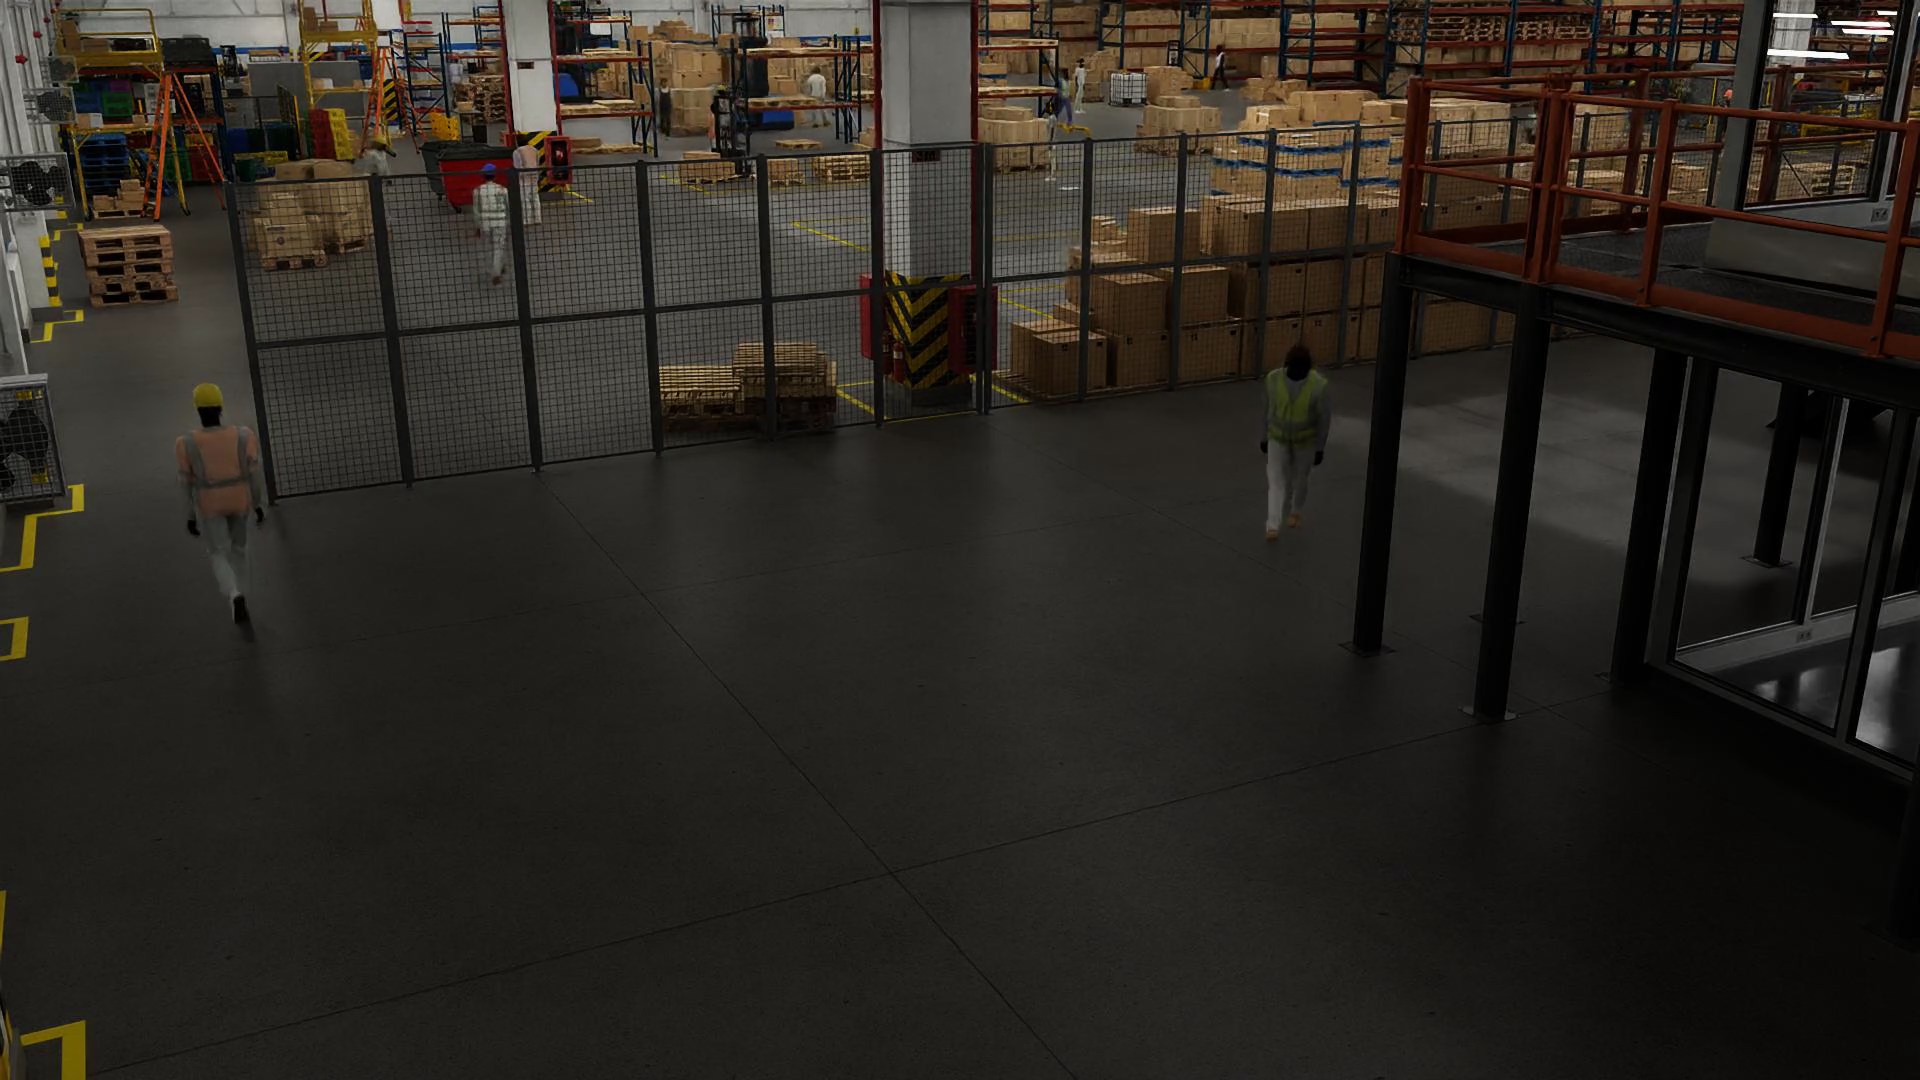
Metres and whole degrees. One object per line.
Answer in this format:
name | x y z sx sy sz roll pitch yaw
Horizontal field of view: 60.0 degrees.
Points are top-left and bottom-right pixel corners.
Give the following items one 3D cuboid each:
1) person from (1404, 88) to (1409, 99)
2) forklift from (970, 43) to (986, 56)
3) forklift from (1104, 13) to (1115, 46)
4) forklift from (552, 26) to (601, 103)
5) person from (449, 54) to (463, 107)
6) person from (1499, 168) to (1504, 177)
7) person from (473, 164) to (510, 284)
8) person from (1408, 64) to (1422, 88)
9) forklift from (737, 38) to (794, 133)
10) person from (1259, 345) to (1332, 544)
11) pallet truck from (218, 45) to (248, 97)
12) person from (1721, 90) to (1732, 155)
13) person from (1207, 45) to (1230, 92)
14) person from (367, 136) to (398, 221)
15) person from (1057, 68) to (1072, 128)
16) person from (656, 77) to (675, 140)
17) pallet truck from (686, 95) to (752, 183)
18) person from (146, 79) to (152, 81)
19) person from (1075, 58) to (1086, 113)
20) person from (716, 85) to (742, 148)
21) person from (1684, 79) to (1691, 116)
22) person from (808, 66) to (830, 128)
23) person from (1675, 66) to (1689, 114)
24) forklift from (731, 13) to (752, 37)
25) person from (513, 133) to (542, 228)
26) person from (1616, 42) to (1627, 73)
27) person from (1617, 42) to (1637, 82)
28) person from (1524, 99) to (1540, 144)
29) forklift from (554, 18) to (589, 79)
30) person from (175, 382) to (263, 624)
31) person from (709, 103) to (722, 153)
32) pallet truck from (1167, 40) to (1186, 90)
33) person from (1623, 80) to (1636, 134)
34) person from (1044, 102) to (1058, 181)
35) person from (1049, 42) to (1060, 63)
person | 11.670 -10.800 43.394 0.552 1.942 0.343 -3 19 -8
forklift | 0.278 -23.910 79.981 1.873 2.768 1.129 4 19 10
forklift | 7.443 -24.074 80.455 1.129 2.768 1.873 -9 21 -25
forklift | -14.607 -17.801 62.272 1.873 2.768 1.129 -9 21 -25
person | -18.451 -16.808 60.895 0.554 1.905 0.920 2 19 5
person | 8.551 -5.037 26.778 0.797 1.889 0.678 -2 19 -5
person | -7.572 -5.153 27.099 0.609 1.901 0.988 1 19 3
person | 14.918 -14.714 54.808 0.658 1.909 1.016 -13 23 -33
forklift | -6.235 -14.180 51.776 1.873 2.768 1.129 -9 21 -25
person | 2.973 -0.875 14.863 0.635 1.773 1.027 6 20 17
pallet truck | -28.879 -18.665 66.111 0.823 1.965 1.885 -3 19 -9
person | 19.356 -10.349 42.008 0.381 1.994 0.613 11 22 30
person | 10.730 -19.454 68.590 0.961 1.877 0.591 -8 21 -22
person | -11.674 -7.293 33.595 0.810 1.684 0.551 4 19 12
person | 3.280 -14.151 53.218 0.977 1.875 0.606 16 25 39
person | -8.722 -12.766 49.254 0.541 1.832 0.398 -8 21 -23
pallet truck | -5.836 -9.608 39.856 0.823 1.965 1.885 10 22 27
person | -25.022 -13.437 51.510 0.515 1.634 0.314 10 21 27
person | 4.236 -15.961 58.463 0.329 1.873 0.516 14 23 34
person | -6.386 -11.460 45.434 0.947 1.878 0.623 7 20 18
person | 24.756 -15.056 55.938 0.446 1.803 0.618 -7 20 -18
person | -4.526 -14.206 53.320 0.654 1.901 0.837 8 21 23
person | 24.942 -15.529 57.485 0.564 1.677 0.458 9 21 23
forklift | -10.424 -23.808 79.685 1.129 2.768 1.873 -9 21 -25
person | -8.555 -7.085 32.805 0.430 1.836 0.622 13 23 32
person | 30.459 -22.023 76.332 0.541 1.676 0.647 -9 21 -24
person | 29.831 -21.289 73.942 1.011 1.857 0.644 12 22 31
person | 13.692 -9.537 39.583 0.696 2.000 1.019 -6 20 -16
forklift | -17.169 -21.142 71.956 1.873 2.768 1.129 -9 21 -25
person | -5.722 -0.276 12.944 0.591 1.908 0.704 -13 23 -33
person | -6.146 -10.126 41.817 0.320 1.692 0.531 -9 21 -24
pallet truck | 9.045 -19.971 69.895 0.823 1.965 1.885 -3 19 -8
person | 19.813 -12.689 49.151 0.535 1.750 0.643 0 19 -1
person | 2.184 -9.587 40.012 0.328 1.861 0.502 -1 19 -2
person | 4.343 -22.199 76.910 0.522 1.619 0.516 9 21 25
